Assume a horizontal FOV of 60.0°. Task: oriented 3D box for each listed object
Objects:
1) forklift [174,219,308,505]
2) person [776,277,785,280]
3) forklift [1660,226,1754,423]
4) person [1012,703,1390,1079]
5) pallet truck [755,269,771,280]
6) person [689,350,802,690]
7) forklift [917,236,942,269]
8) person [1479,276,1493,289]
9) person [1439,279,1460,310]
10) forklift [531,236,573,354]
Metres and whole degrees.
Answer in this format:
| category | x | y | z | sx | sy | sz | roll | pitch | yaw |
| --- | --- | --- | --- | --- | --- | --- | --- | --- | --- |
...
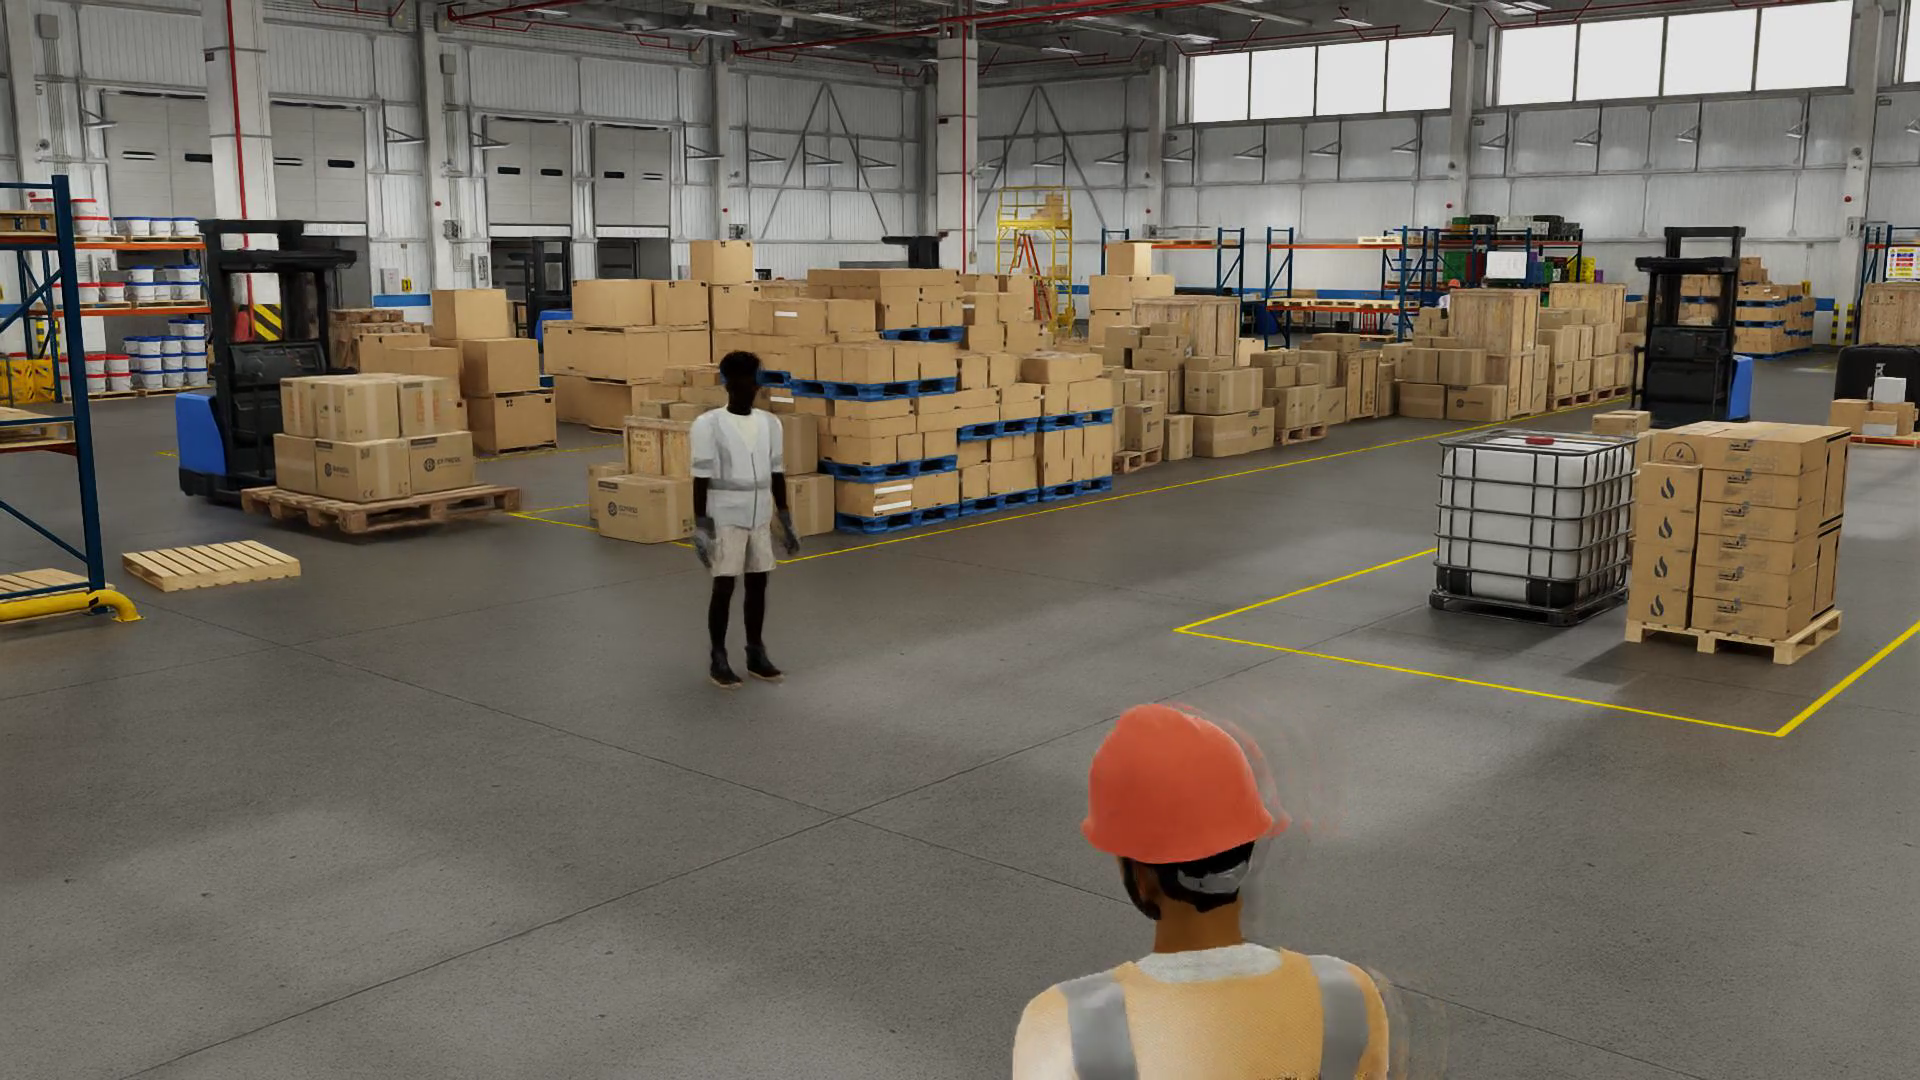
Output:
| category | x | y | z | sx | sy | sz | roll | pitch | yaw |
| --- | --- | --- | --- | --- | --- | --- | --- | --- | --- |
| forklift | -6.998 | -1.801 | 16.645 | 1.873 | 2.768 | 1.129 | 8 | 13 | 40 |
| person | -4.119 | -5.094 | 38.238 | 0.355 | 1.883 | 0.575 | 1 | 10 | 6 |
| forklift | 9.764 | -2.744 | 22.017 | 1.129 | 2.768 | 1.873 | 8 | 13 | 39 |
| person | 0.383 | 1.185 | 2.429 | 0.666 | 1.921 | 0.356 | -2 | 10 | -12 |
| pallet truck | -4.996 | -6.432 | 45.525 | 1.885 | 1.965 | 0.823 | -6 | 12 | -32 |
| person | -1.263 | -0.127 | 9.727 | 0.638 | 1.966 | 0.391 | -8 | 13 | -40 |
| forklift | -0.712 | -5.763 | 39.203 | 1.873 | 2.768 | 1.129 | 2 | 10 | 14 |
| person | 12.210 | -5.204 | 38.778 | 0.658 | 1.917 | 0.648 | 6 | 11 | 29 |
| person | 10.080 | -4.386 | 34.093 | 0.563 | 1.922 | 0.431 | 1 | 10 | 7 |
| forklift | -9.601 | -5.790 | 39.356 | 1.873 | 2.768 | 1.129 | 8 | 13 | 40 |
